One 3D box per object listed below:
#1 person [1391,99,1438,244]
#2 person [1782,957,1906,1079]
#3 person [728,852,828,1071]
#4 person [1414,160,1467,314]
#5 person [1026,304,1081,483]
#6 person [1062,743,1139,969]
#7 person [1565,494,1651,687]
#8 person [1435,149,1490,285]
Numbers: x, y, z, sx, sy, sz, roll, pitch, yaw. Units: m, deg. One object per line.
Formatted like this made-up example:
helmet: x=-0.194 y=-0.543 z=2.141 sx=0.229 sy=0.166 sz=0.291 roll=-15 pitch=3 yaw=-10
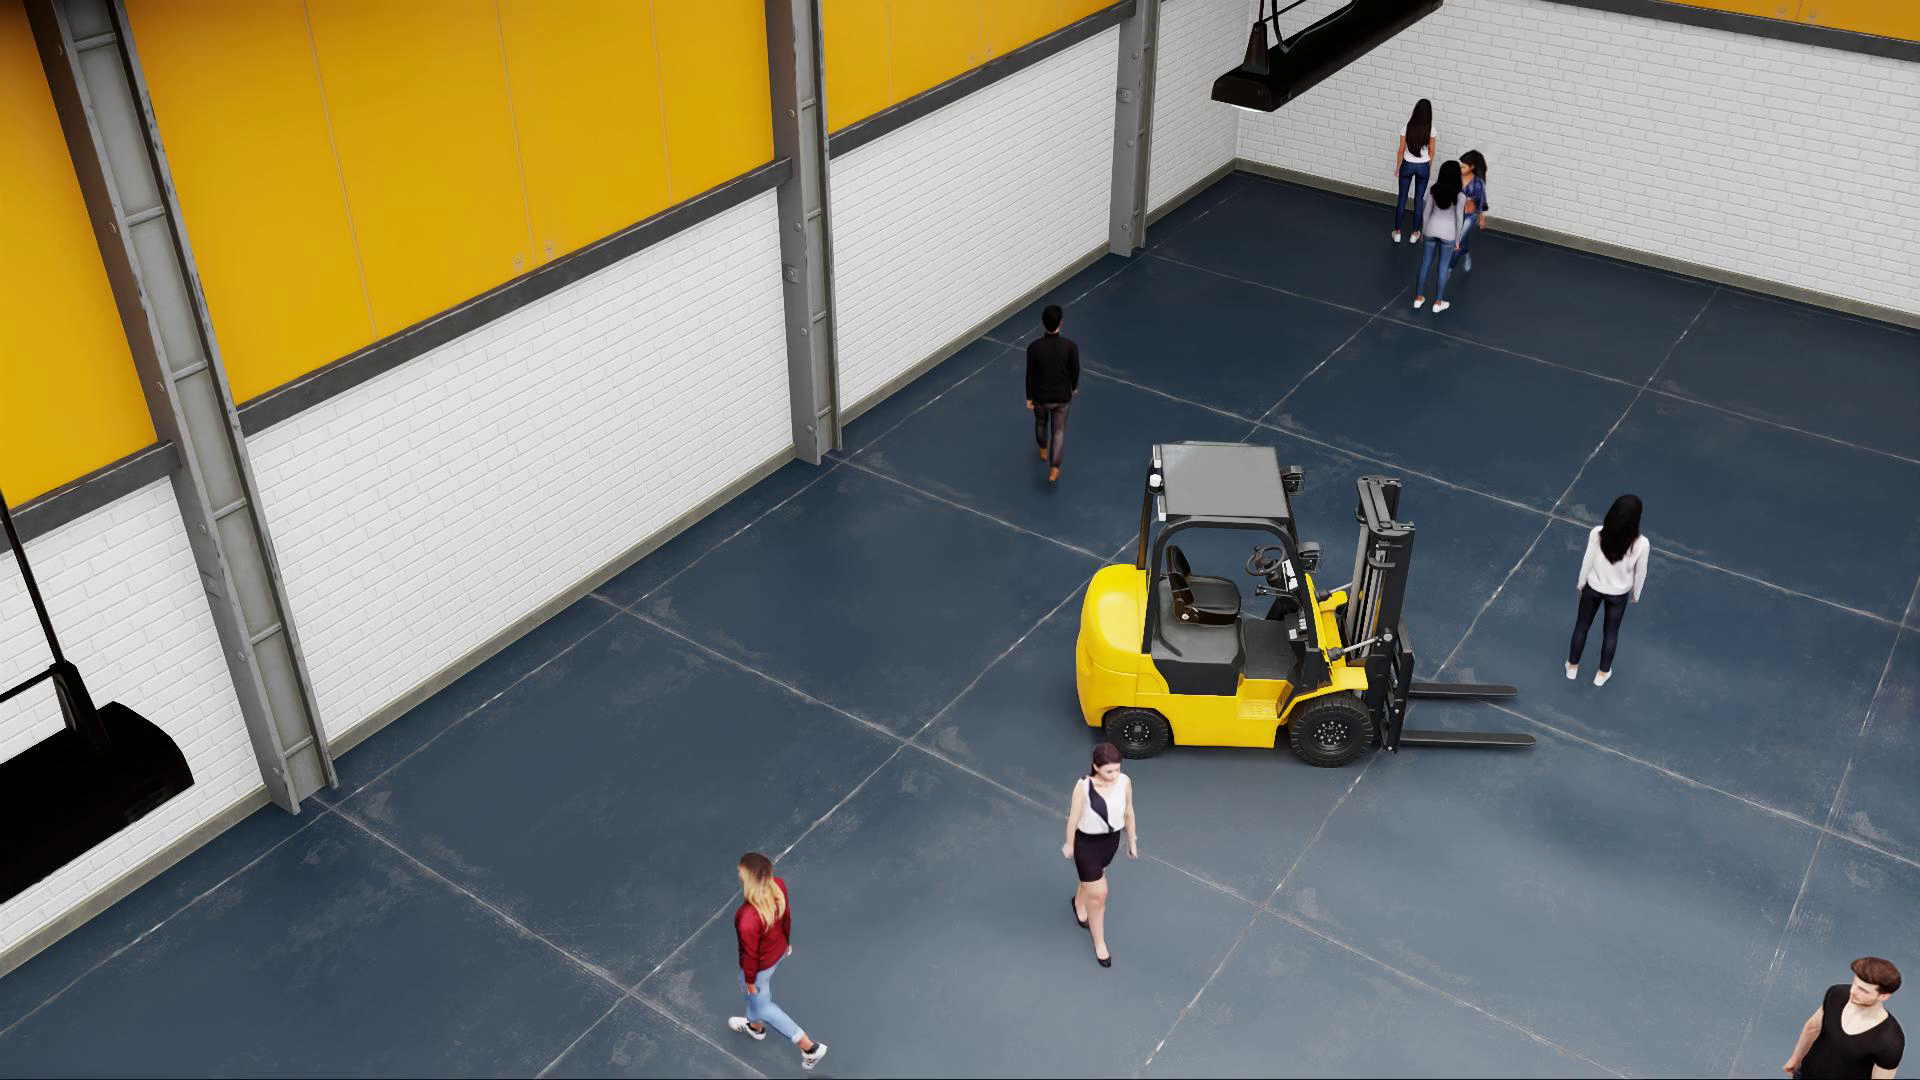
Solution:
person: x=5.517 y=-4.477 z=20.187 sx=0.652 sy=1.776 sz=0.626 roll=9 pitch=35 yaw=13
person: x=4.686 y=2.936 z=8.926 sx=0.783 sy=1.896 sz=0.769 roll=-11 pitch=35 yaw=-16
person: x=-1.106 y=2.496 z=9.843 sx=0.777 sy=1.613 sz=0.966 roll=14 pitch=36 yaw=20
person: x=5.366 y=-3.403 z=18.609 sx=0.602 sy=1.734 sz=0.506 roll=21 pitch=39 yaw=28
person: x=0.859 y=-1.342 z=15.533 sx=0.968 sy=1.707 sz=1.163 roll=3 pitch=34 yaw=5
person: x=0.845 y=1.907 z=10.717 sx=0.882 sy=1.627 sz=0.884 roll=-14 pitch=36 yaw=-20
person: x=5.034 y=0.379 z=12.950 sx=0.656 sy=1.700 sz=0.598 roll=14 pitch=36 yaw=20
person: x=5.895 y=-3.753 z=19.275 sx=0.776 sy=1.580 sz=1.091 roll=24 pitch=41 yaw=32
